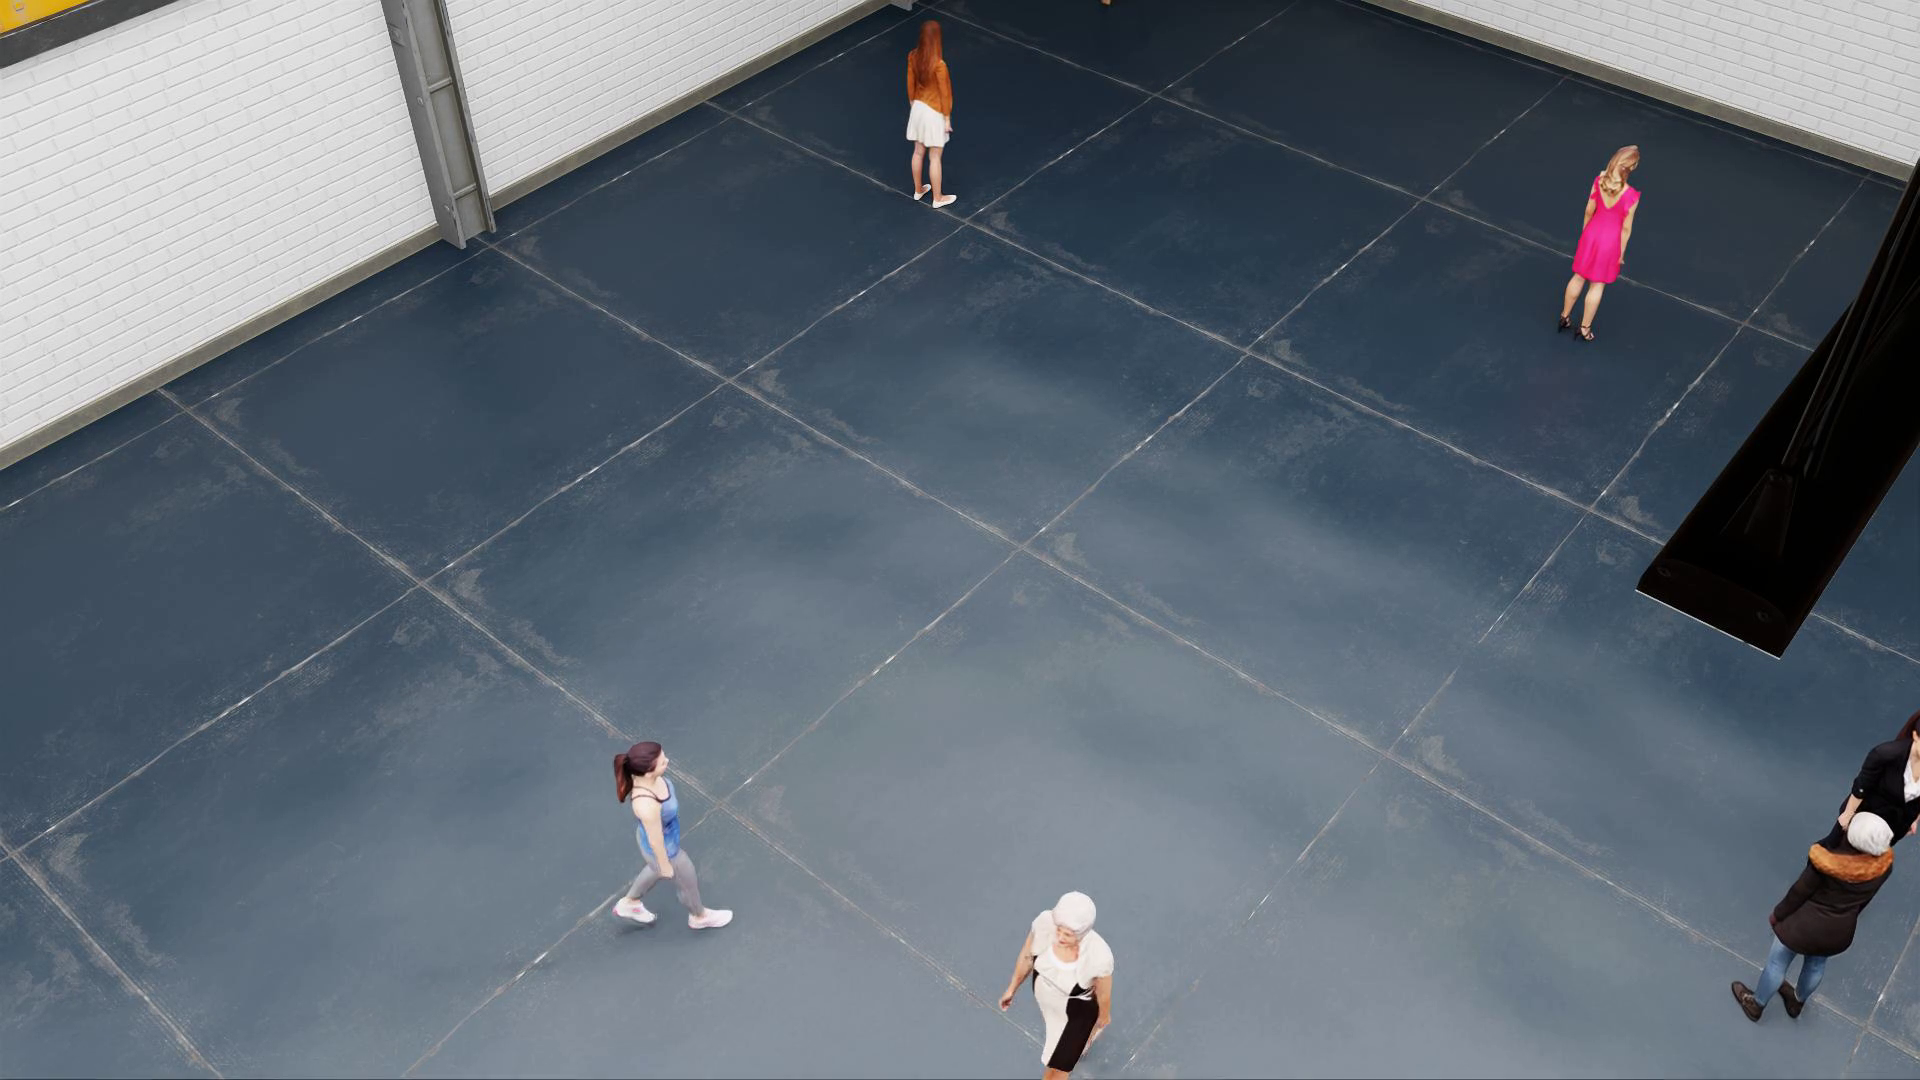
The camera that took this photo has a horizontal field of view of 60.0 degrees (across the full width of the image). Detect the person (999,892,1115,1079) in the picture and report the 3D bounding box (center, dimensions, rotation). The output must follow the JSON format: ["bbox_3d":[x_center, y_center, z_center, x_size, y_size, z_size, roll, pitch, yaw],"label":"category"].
[{"bbox_3d":[0.591,2.255,8.396,1.107,1.706,0.695,-34,53,-31],"label":"person"}]

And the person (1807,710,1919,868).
[{"bbox_3d":[5.100,1.500,9.224,0.677,1.658,0.719,1,44,1],"label":"person"}]

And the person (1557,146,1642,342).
[{"bbox_3d":[5.092,-2.358,13.222,0.605,1.728,0.616,-27,50,-26],"label":"person"}]

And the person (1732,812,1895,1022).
[{"bbox_3d":[4.507,1.991,8.727,0.718,1.632,0.776,-3,44,-3],"label":"person"}]

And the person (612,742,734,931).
[{"bbox_3d":[-1.685,1.651,9.110,0.983,1.598,0.868,-10,44,-10],"label":"person"}]

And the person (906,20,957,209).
[{"bbox_3d":[-0.281,-3.760,14.699,0.605,1.722,0.559,31,52,28],"label":"person"}]
